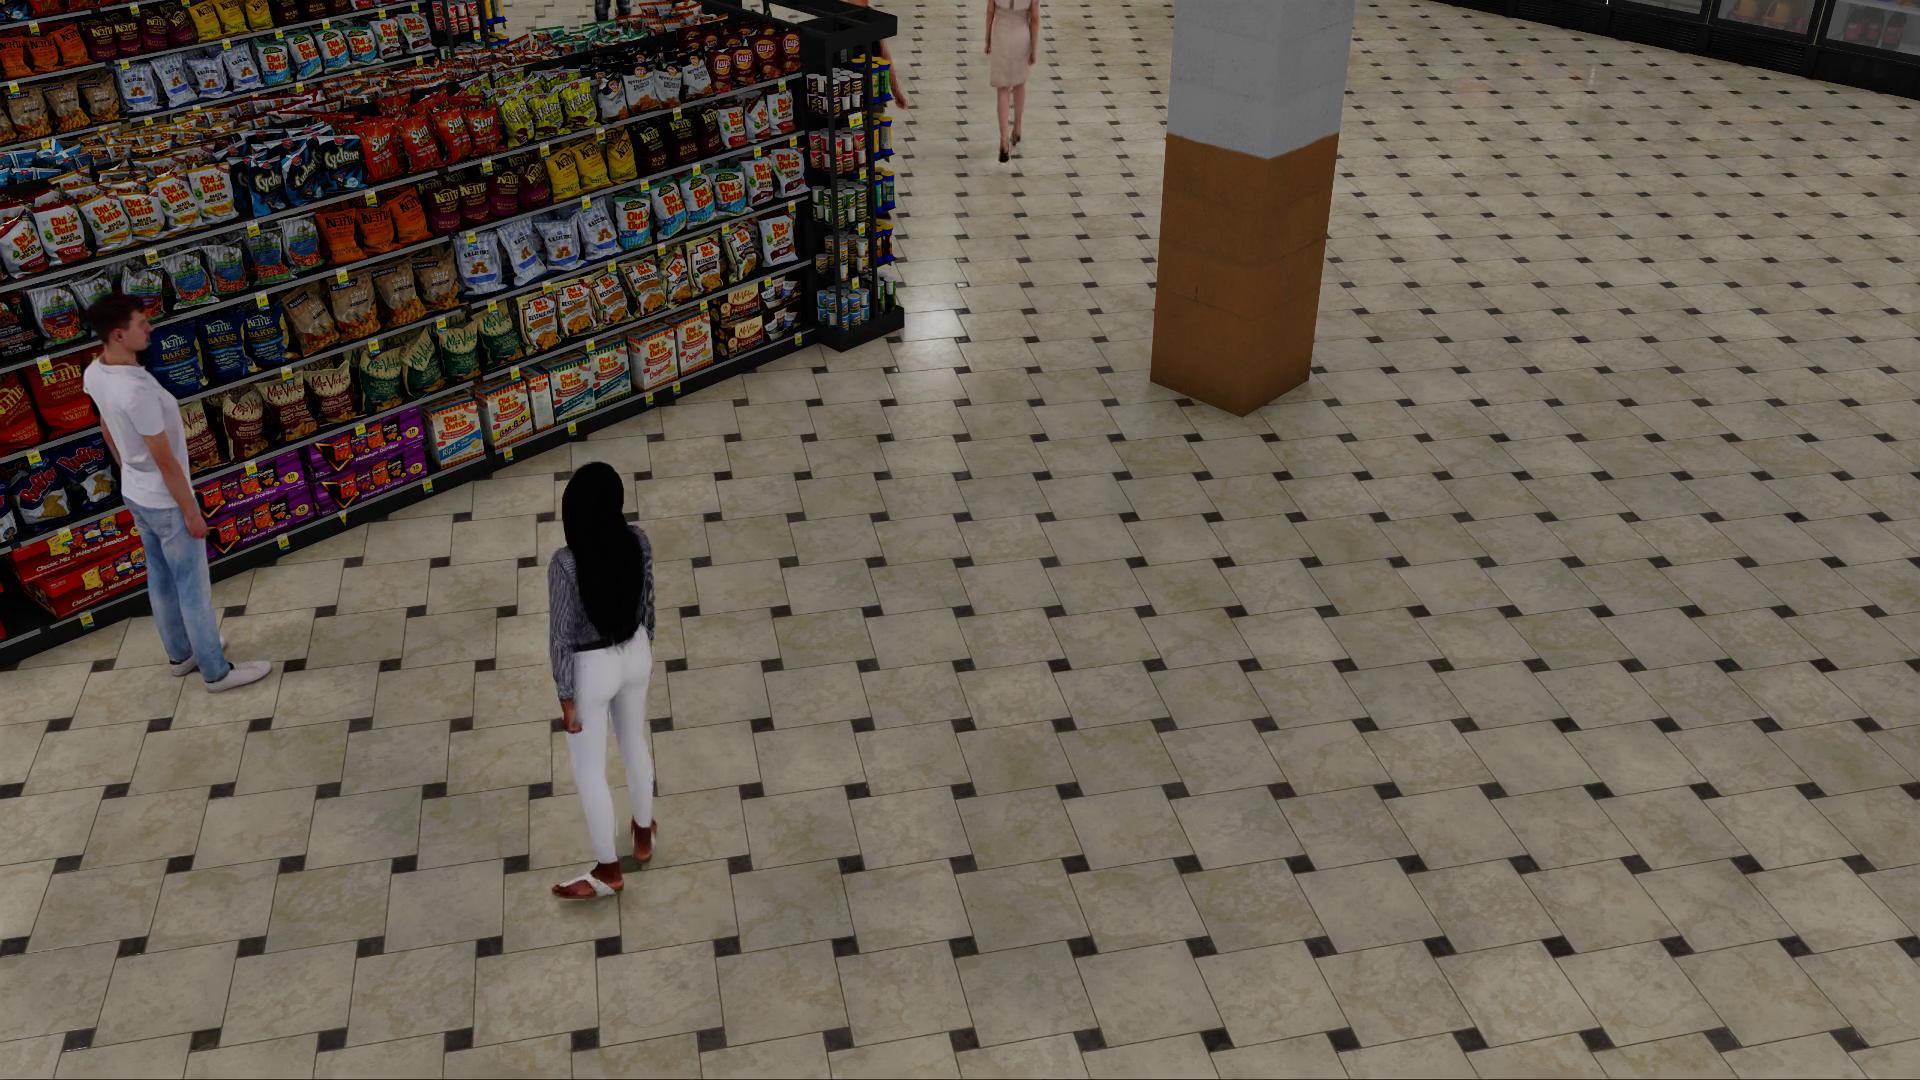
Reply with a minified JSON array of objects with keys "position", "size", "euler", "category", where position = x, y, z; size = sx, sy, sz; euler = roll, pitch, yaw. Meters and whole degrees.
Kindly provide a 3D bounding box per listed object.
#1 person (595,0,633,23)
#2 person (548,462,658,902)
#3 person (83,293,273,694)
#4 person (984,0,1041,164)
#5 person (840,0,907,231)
[{"position":[-3.297,-5.408,15.540],"size":[1.231,1.872,1.105],"euler":[-10,33,-16],"category":"person"},{"position":[-1.313,0.544,6.135],"size":[0.867,1.702,0.506],"euler":[18,36,27],"category":"person"},{"position":[-3.448,-0.181,7.156],"size":[0.665,1.855,0.566],"euler":[24,39,33],"category":"person"},{"position":[0.399,-3.835,13.176],"size":[1.103,1.698,1.188],"euler":[1,32,1],"category":"person"},{"position":[-0.732,-3.194,12.008],"size":[0.775,1.844,0.642],"euler":[21,38,30],"category":"person"}]
